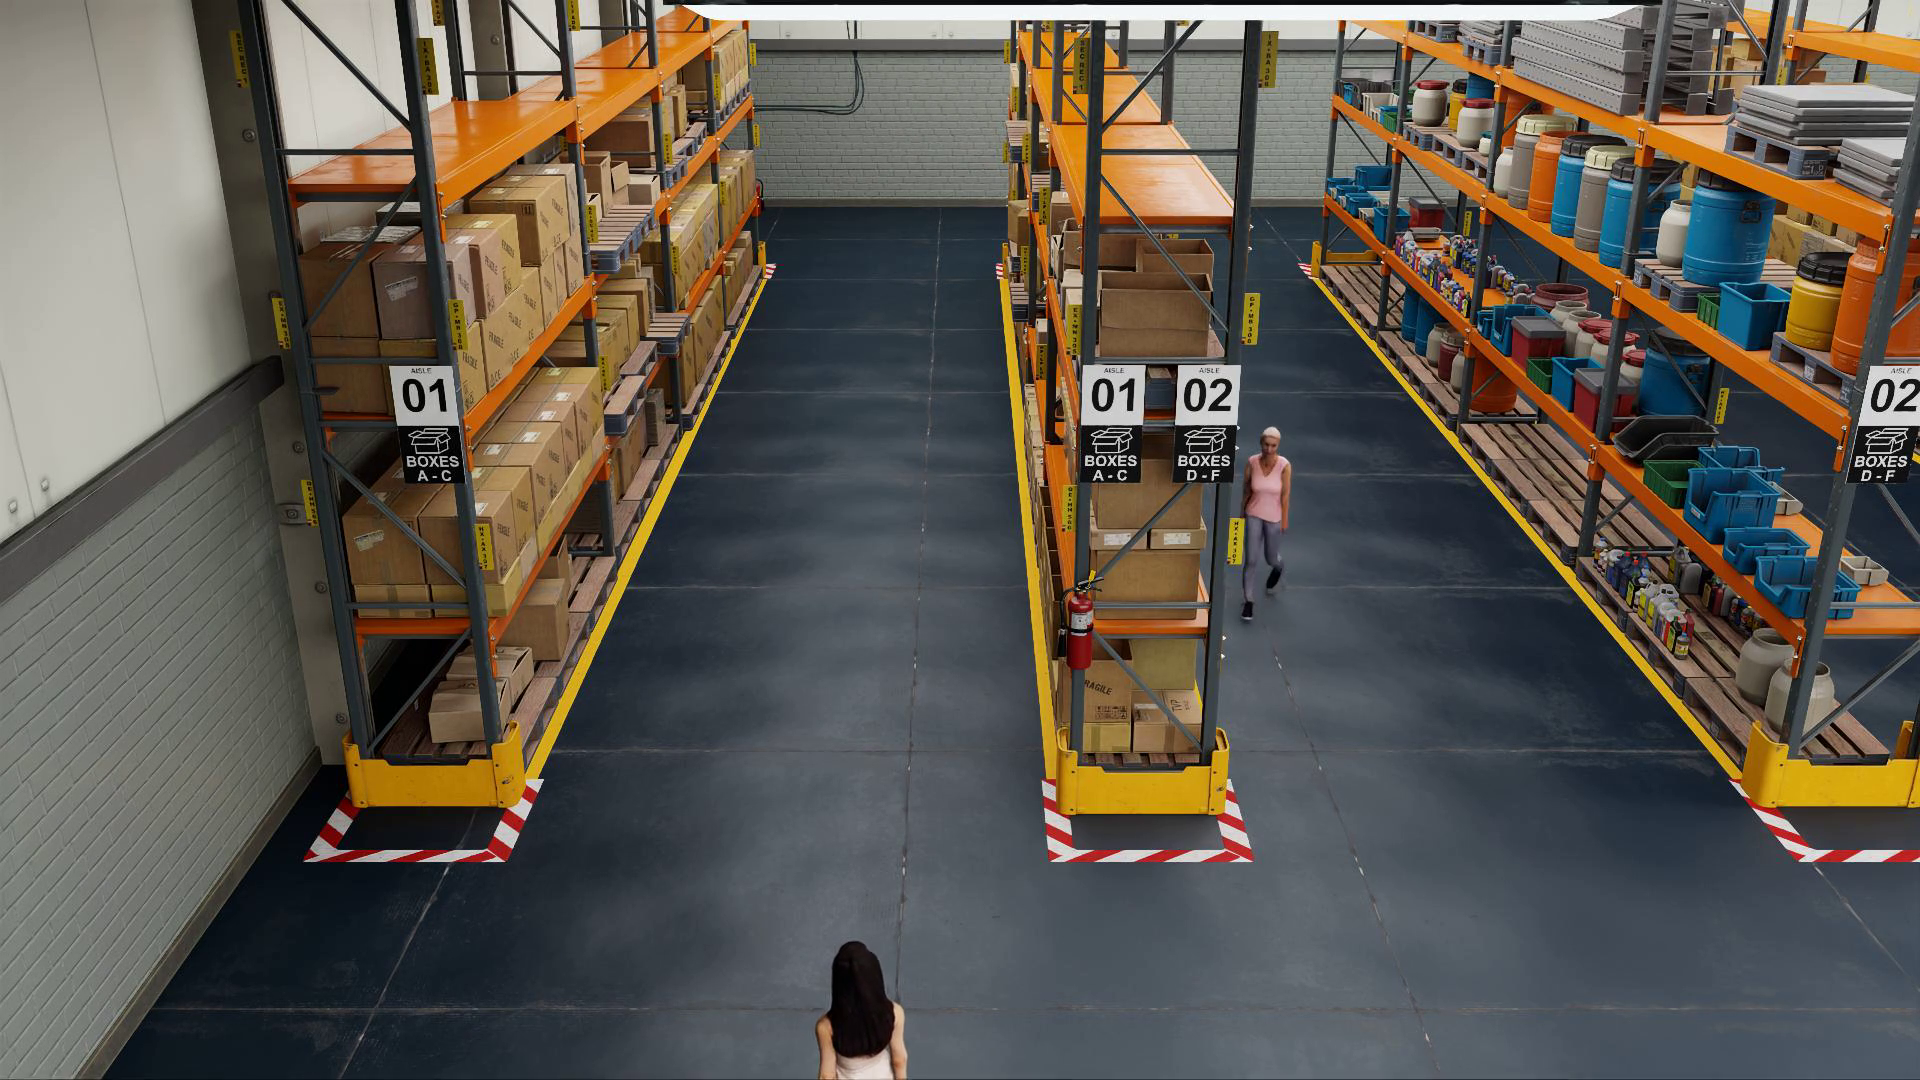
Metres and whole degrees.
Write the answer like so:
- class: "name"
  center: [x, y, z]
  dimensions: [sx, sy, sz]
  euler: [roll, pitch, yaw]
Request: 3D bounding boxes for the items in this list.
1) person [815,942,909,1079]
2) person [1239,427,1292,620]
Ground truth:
- class: "person"
  center: [-0.443, 2.589, 7.567]
  dimensions: [0.634, 1.738, 0.614]
  euler: [-6, 23, -14]
- class: "person"
  center: [2.665, -0.203, 14.455]
  dimensions: [0.813, 1.691, 1.115]
  euler: [8, 24, 20]
